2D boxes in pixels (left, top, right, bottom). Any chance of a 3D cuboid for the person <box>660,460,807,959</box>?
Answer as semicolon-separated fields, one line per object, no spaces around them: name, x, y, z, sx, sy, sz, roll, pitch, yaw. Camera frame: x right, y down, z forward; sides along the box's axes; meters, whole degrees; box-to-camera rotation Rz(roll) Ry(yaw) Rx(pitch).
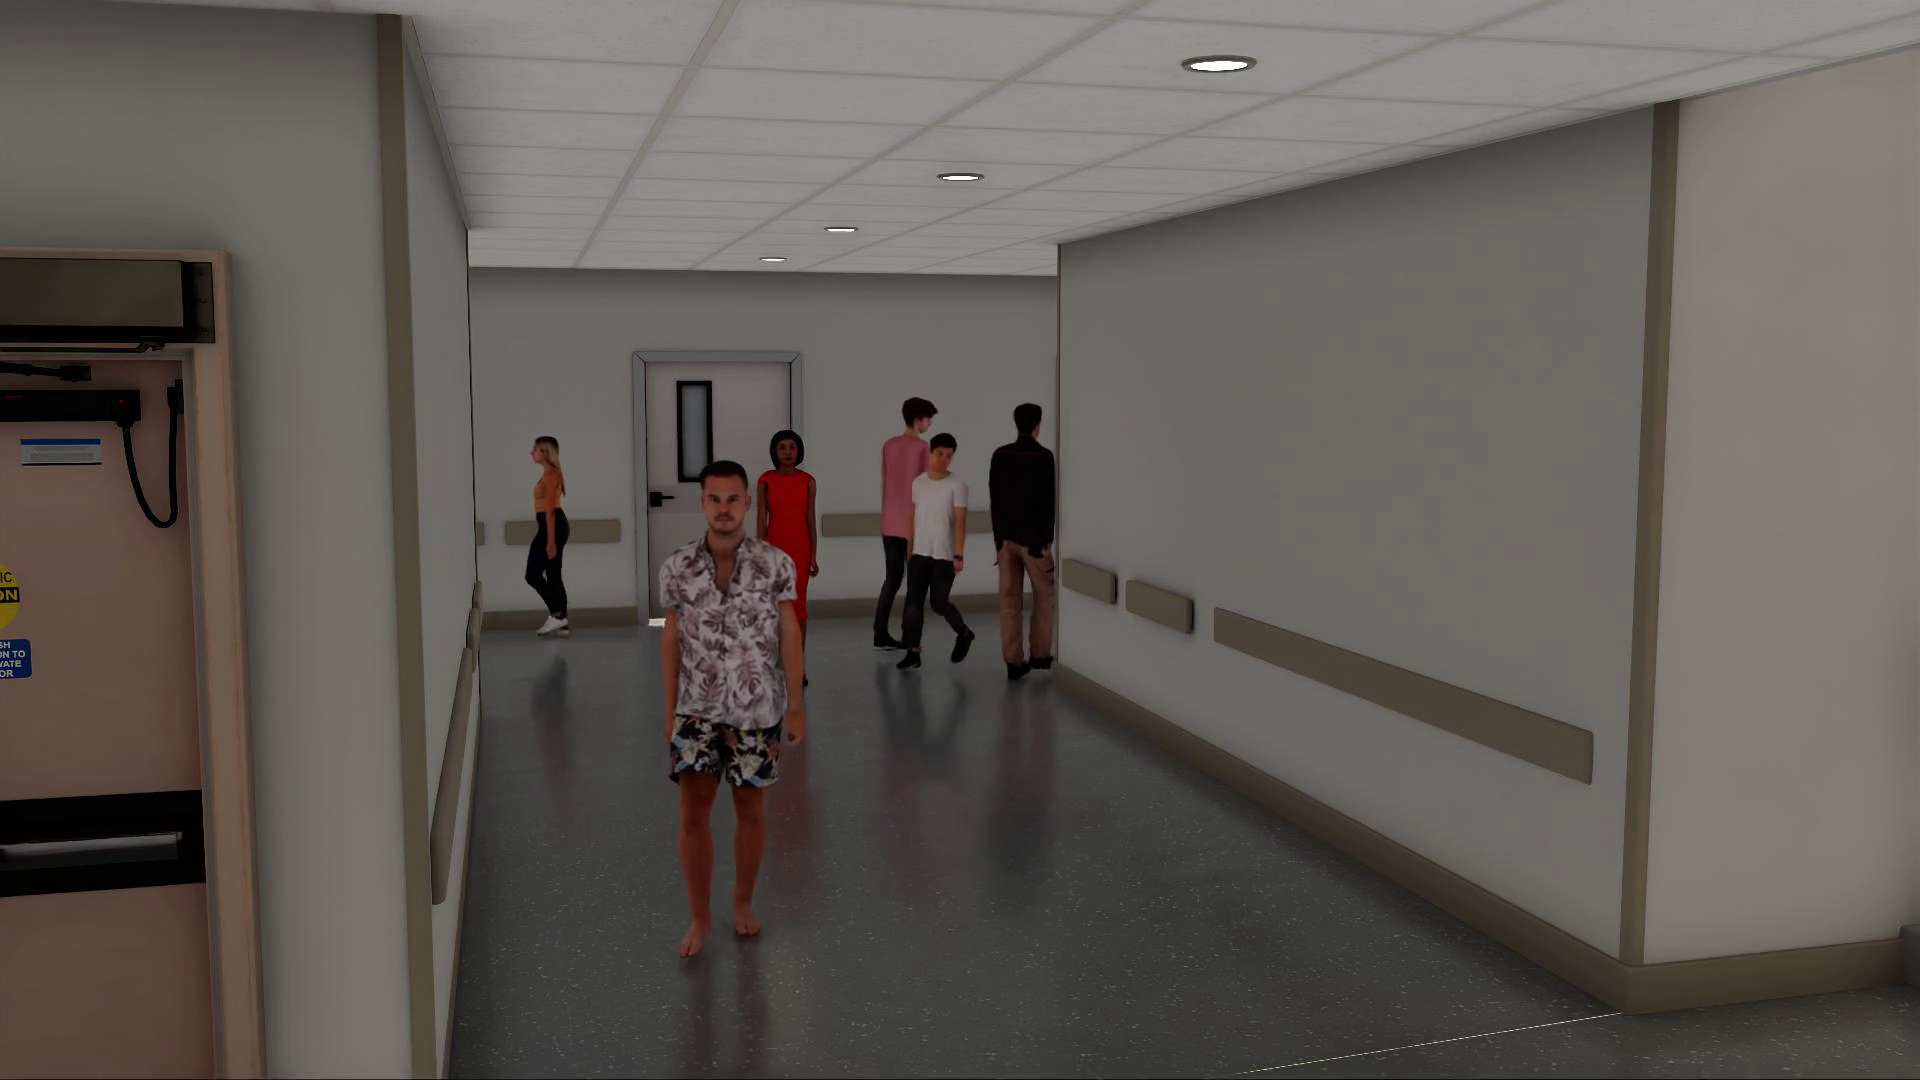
person;-0.873;0.601;6.311;0.737;1.796;0.801;-1;6;-8

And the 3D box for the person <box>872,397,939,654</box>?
person;-0.423;-0.083;12.424;0.781;1.935;0.831;3;6;25

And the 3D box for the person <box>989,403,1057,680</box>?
person;0.400;0.019;11.529;0.900;1.910;0.961;2;6;22

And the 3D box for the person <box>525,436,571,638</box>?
person;-3.199;-0.018;13.336;0.585;1.621;0.612;-1;6;-10

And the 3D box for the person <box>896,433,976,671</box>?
person;-0.122;0.092;11.792;0.927;1.681;1.006;5;8;42

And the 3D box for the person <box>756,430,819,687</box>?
person;-1.187;0.121;11.352;0.434;1.743;0.629;-2;6;-17
